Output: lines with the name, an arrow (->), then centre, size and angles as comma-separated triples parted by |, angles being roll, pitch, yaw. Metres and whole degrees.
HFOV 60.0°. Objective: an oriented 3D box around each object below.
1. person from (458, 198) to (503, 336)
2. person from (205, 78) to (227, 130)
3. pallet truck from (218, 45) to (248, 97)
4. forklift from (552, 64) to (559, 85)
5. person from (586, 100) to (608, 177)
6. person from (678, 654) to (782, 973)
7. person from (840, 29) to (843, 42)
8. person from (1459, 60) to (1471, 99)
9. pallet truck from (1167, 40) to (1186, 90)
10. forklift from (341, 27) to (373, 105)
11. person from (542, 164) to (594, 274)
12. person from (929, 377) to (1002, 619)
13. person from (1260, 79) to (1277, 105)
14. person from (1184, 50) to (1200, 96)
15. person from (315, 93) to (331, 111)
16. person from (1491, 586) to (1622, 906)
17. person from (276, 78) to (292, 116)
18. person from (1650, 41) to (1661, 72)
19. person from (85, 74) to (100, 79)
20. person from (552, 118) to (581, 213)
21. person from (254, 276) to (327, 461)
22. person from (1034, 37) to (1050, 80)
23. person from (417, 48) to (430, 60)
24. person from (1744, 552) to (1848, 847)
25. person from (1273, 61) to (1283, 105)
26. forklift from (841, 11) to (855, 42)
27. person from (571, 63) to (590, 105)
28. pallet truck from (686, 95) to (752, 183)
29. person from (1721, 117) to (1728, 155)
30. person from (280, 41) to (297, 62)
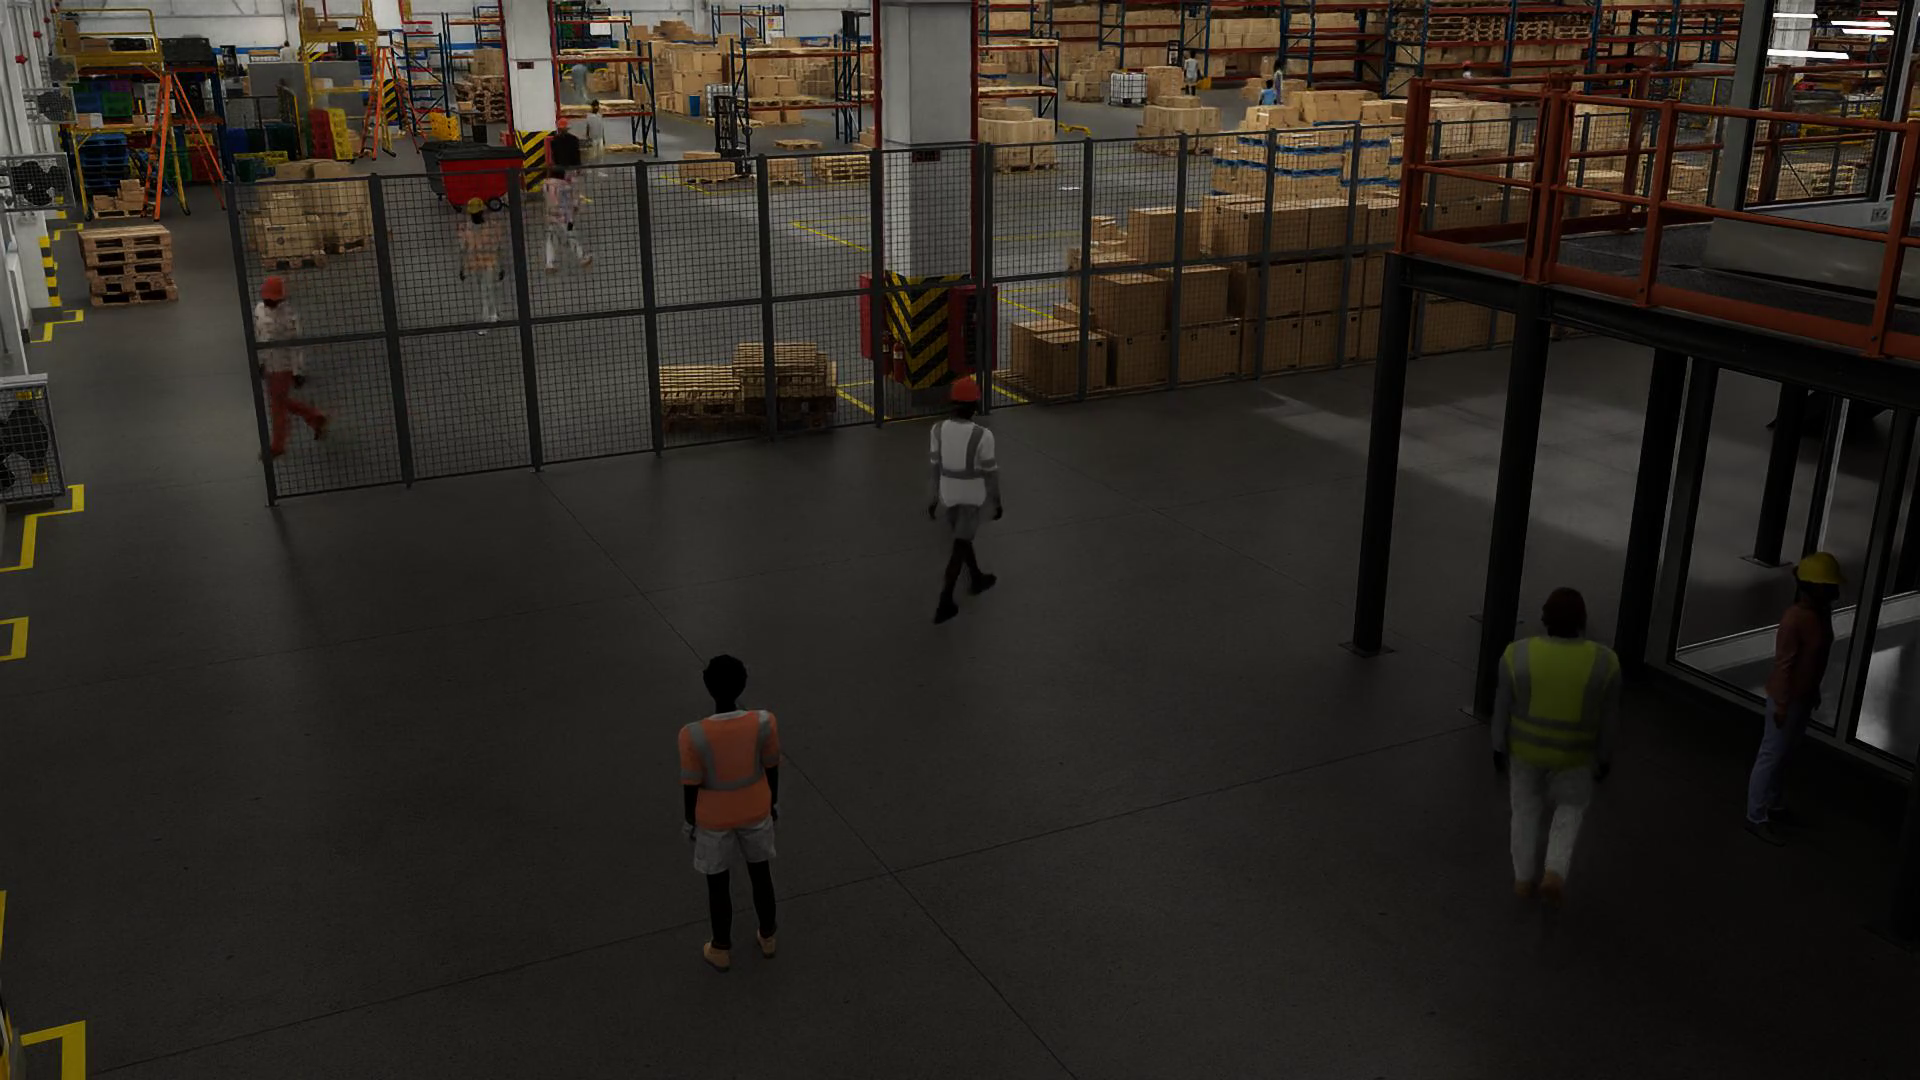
person -> -6.740, -3.892, 23.459 | 0.601, 1.890, 0.955 | 1, 19, 4
person -> -23.465, -13.918, 52.520 | 0.584, 1.882, 0.337 | -7, 20, -20
pallet truck -> -28.879, -18.665, 66.111 | 0.823, 1.965, 1.885 | -3, 19, -9
forklift -> -18.292, -20.873, 71.177 | 1.129, 2.768, 1.873 | 14, 23, 34
person -> -8.945, -9.860, 40.803 | 0.625, 1.855, 0.535 | 16, 24, 38
person -> -1.158, 1.385, 8.444 | 0.540, 1.695, 0.317 | -9, 21, -25
person -> -5.886, -25.329, 85.545 | 0.806, 1.910, 0.664 | -5, 20, -15
person -> 17.227, -15.297, 56.476 | 0.624, 1.917, 0.550 | 0, 19, 1
pallet truck -> 9.045, -19.971, 69.895 | 0.823, 1.965, 1.885 | -3, 19, -8
forklift -> -22.275, -17.346, 60.954 | 1.873, 2.768, 1.129 | -9, 21, -25
person -> -6.675, -5.435, 28.060 | 0.631, 1.785, 0.979 | 9, 21, 25
person -> 0.037, -0.357, 13.211 | 0.564, 1.888, 0.986 | 12, 22, 30
person -> 9.401, -13.188, 50.713 | 0.538, 1.676, 0.683 | -2, 19, -6
person -> 8.764, -17.592, 63.111 | 0.625, 1.911, 0.987 | -1, 19, -3
person -> -18.780, -12.655, 49.124 | 0.853, 1.706, 0.495 | 7, 20, 20
person -> 3.182, 1.132, 8.971 | 0.645, 1.832, 0.505 | 7, 20, 21
person -> -19.909, -12.731, 49.185 | 0.868, 1.820, 0.519 | 13, 23, 32
person -> 32.921, -22.968, 78.732 | 0.416, 1.892, 0.672 | -5, 20, -15
person -> -30.248, -15.701, 58.106 | 0.518, 1.613, 0.729 | -13, 23, -33
person -> -8.163, -7.715, 34.429 | 0.630, 1.946, 0.973 | 2, 19, 6
person -> -7.032, -1.824, 17.366 | 0.649, 1.946, 0.787 | 14, 24, 35
person -> 3.696, -21.898, 75.663 | 0.652, 1.874, 0.853 | 9, 21, 25
person -> -25.320, -22.891, 78.554 | 0.543, 1.875, 0.959 | -12, 23, -32
person -> 4.888, 0.909, 9.712 | 0.529, 1.772, 0.304 | -17, 25, -40
person -> 10.639, -15.325, 56.586 | 0.883, 1.885, 0.620 | 2, 19, 7
forklift -> -5.588, -25.065, 83.329 | 1.873, 2.768, 1.129 | -9, 21, -25
person -> -13.516, -16.241, 59.206 | 0.630, 1.922, 0.598 | -17, 25, -40
pallet truck -> -5.836, -9.608, 39.856 | 0.823, 1.965, 1.885 | 10, 22, 27
person -> 17.777, -9.019, 38.286 | 0.654, 1.900, 0.875 | -1, 19, -4
person -> -28.542, -20.242, 70.771 | 0.635, 1.936, 0.352 | -9, 21, -25
